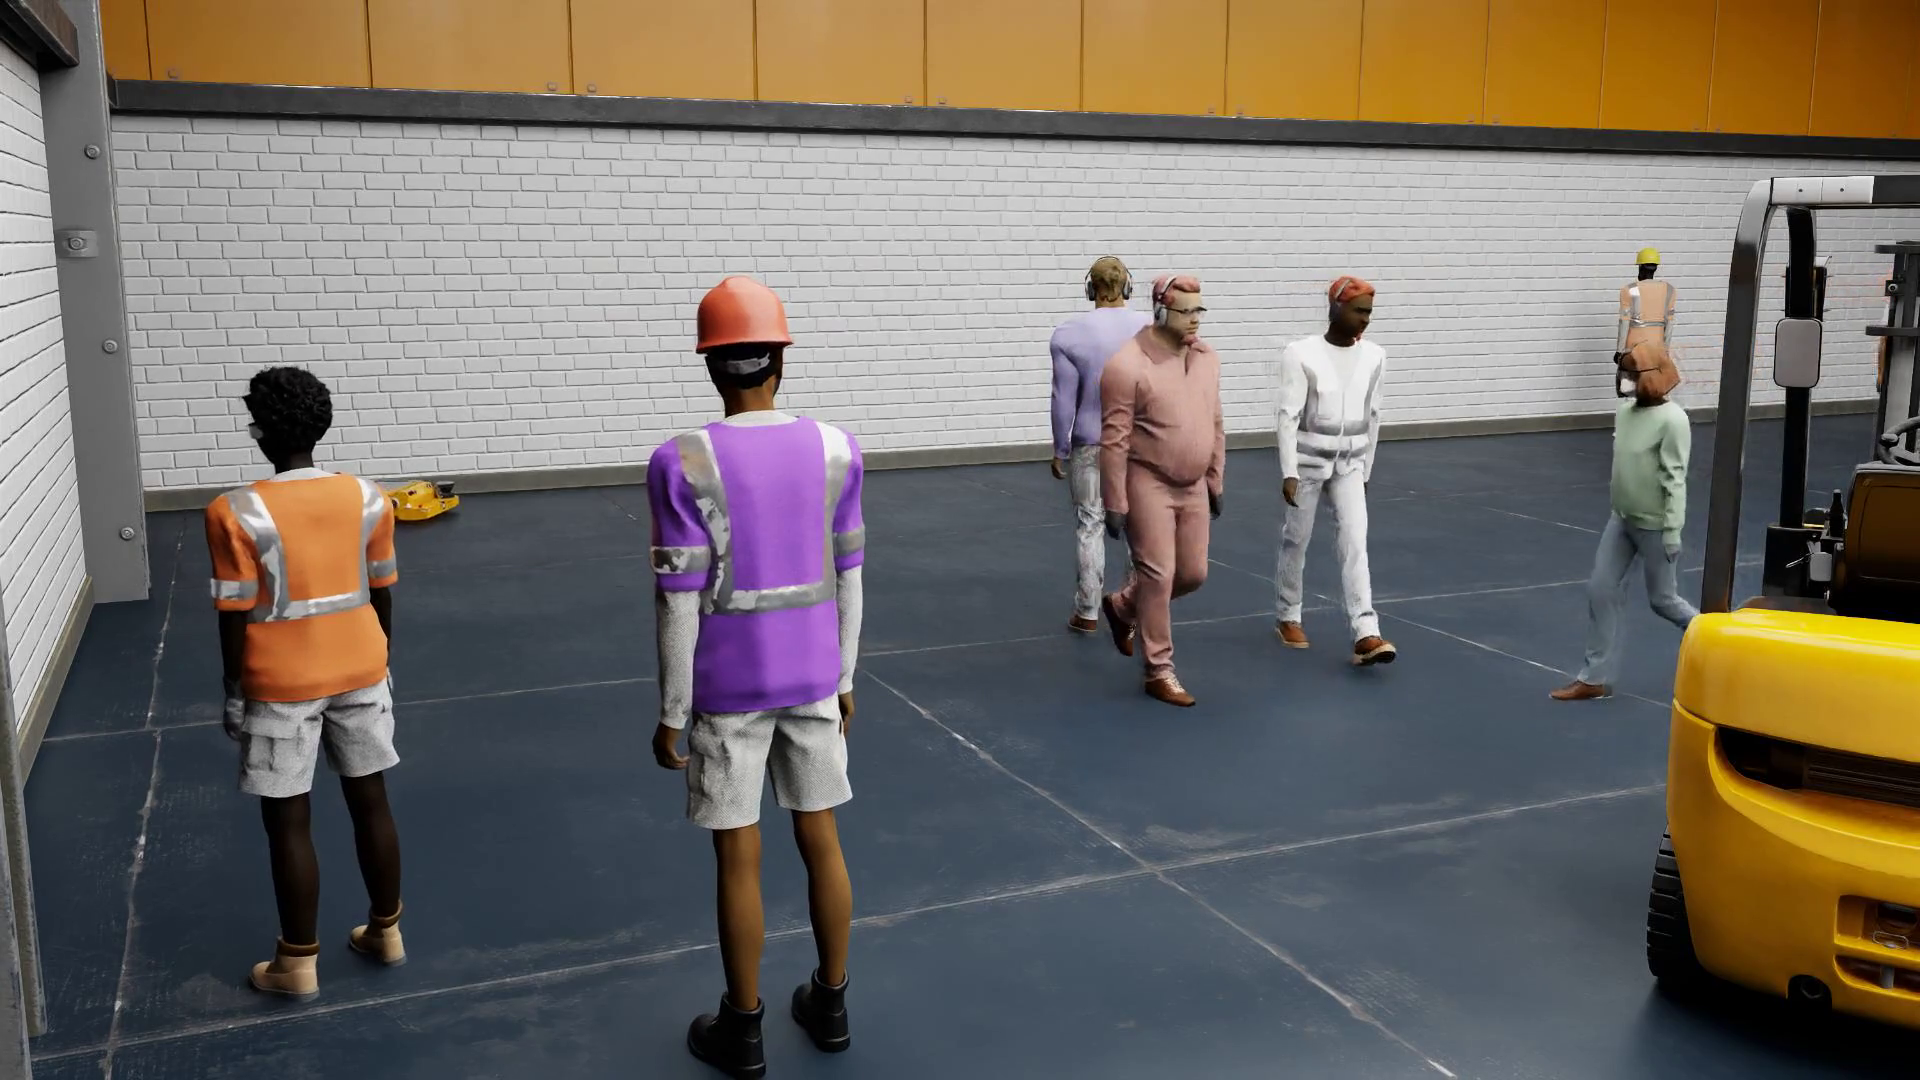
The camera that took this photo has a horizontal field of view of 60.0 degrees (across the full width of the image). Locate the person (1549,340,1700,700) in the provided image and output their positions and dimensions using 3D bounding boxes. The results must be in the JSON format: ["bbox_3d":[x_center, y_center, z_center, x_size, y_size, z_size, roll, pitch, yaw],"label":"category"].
[{"bbox_3d":[3.028,-0.070,7.220,0.769,1.602,0.503,-2,10,-11],"label":"person"}]

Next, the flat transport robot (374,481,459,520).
[{"bbox_3d":[-4.473,-0.300,12.133,1.431,0.197,0.652,0,10,2],"label":"flat transport robot"}]

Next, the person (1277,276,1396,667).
[{"bbox_3d":[1.780,-0.317,7.897,0.598,1.829,1.004,-2,10,-10],"label":"person"}]

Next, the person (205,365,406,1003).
[{"bbox_3d":[-1.741,0.379,4.488,0.320,1.690,0.524,8,13,37],"label":"person"}]

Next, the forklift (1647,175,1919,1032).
[{"bbox_3d":[2.810,0.094,4.662,1.214,2.155,2.313,7,12,34],"label":"forklift"}]

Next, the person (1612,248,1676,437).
[{"bbox_3d":[6.889,-1.973,16.788,0.593,1.926,0.366,-2,10,-9],"label":"person"}]

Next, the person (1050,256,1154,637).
[{"bbox_3d":[0.760,-0.465,8.464,0.627,1.934,0.371,-1,10,-5],"label":"person"}]

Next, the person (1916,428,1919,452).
[{"bbox_3d":[7.156,-1.146,12.021,0.628,2.005,0.691,0,10,2],"label":"person"}]

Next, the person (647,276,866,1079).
[{"bbox_3d":[-0.494,0.339,4.031,0.544,1.933,0.376,-6,12,-29],"label":"person"}]

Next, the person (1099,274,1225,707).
[{"bbox_3d":[0.834,-0.237,7.366,0.677,1.875,0.684,-8,13,-36],"label":"person"}]

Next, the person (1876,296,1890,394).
[{"bbox_3d":[7.574,-1.363,13.111,0.710,2.000,0.536,1,10,4],"label":"person"}]
